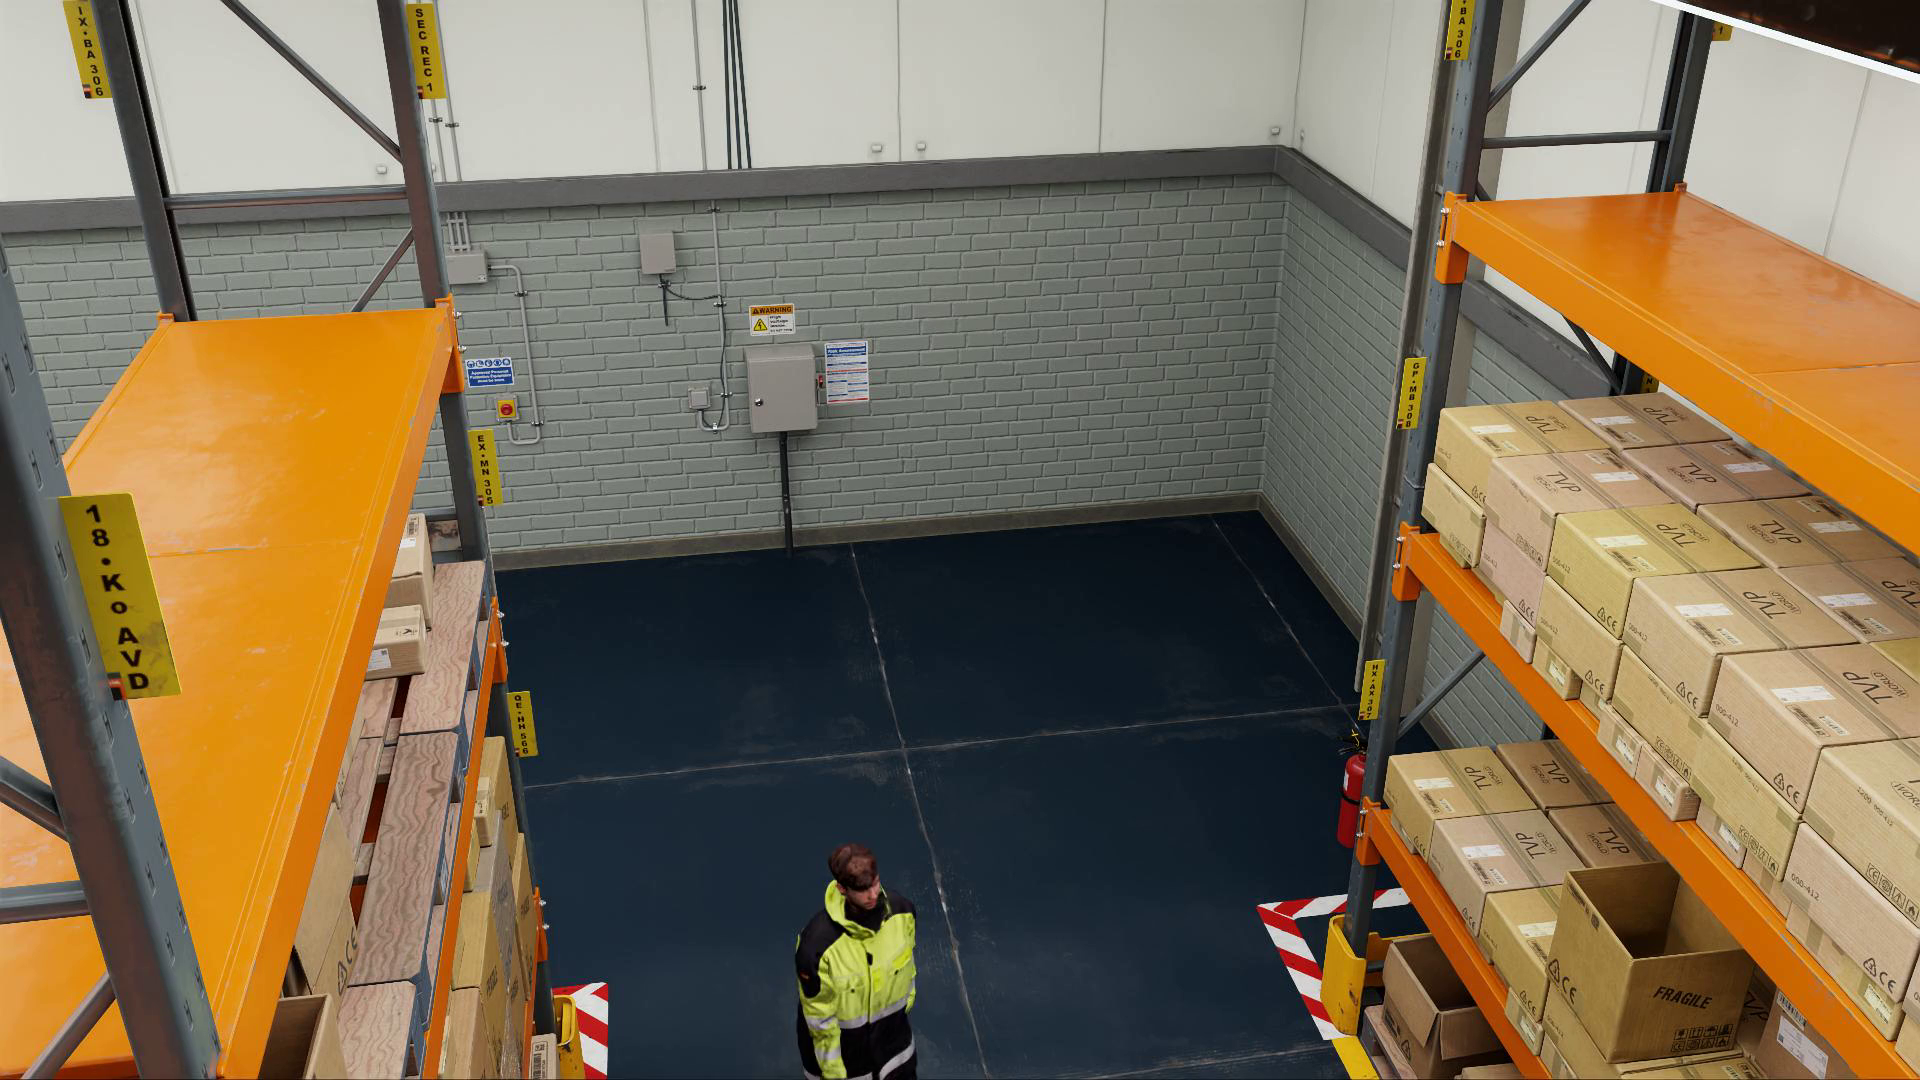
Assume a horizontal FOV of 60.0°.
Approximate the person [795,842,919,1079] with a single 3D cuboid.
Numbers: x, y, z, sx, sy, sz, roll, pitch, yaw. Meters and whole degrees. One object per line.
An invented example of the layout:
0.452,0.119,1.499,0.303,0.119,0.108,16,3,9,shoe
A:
-0.490,2.064,7.265,0.889,1.969,0.881,-19,33,-33,person
